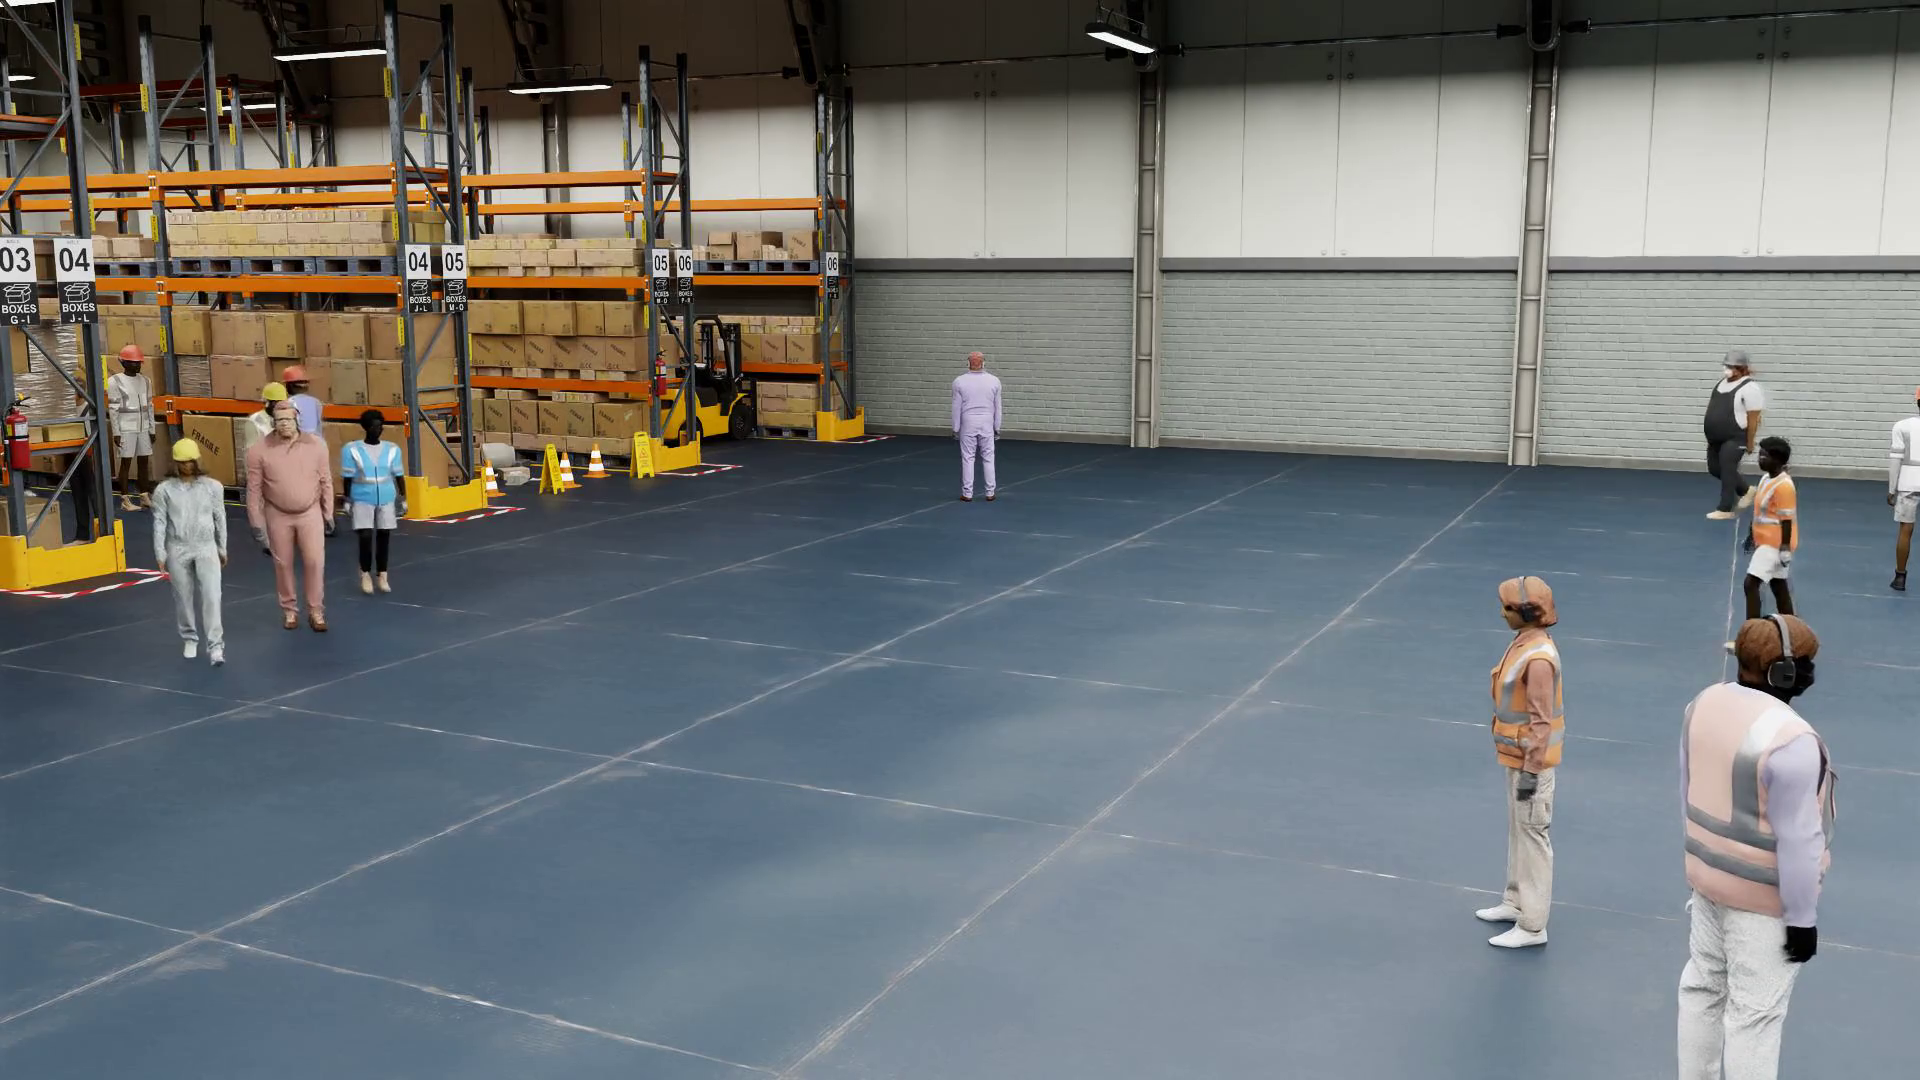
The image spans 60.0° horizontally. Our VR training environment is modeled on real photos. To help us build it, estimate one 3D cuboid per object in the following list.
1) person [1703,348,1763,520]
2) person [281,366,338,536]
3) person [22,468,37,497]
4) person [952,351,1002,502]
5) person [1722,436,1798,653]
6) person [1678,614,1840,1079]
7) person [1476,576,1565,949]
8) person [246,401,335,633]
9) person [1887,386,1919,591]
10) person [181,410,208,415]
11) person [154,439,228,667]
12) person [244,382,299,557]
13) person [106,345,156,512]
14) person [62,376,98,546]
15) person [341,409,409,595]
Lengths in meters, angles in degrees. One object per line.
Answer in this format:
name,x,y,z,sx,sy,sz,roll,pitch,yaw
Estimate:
person,9.147,-1.261,19.644,0.740,2.000,0.679,-2,9,-11
person,-7.296,-0.981,18.427,1.032,1.877,0.566,6,11,31
person,-12.426,-1.496,21.575,0.931,1.889,0.600,5,11,29
person,0.203,-1.438,21.141,0.643,1.908,0.399,-2,9,-10
person,6.155,0.042,12.783,0.675,1.676,0.551,3,10,16
person,2.616,1.149,5.478,0.430,1.845,0.623,-1,9,-6
person,2.466,0.960,7.258,0.313,1.639,0.513,2,9,11
person,-5.406,-0.172,13.469,0.677,1.877,0.812,-4,10,-25
person,8.797,-0.488,15.217,0.544,1.939,0.372,5,11,30
person,-11.378,-2.051,24.801,0.374,1.935,0.552,6,11,33
person,-5.721,0.096,12.393,0.497,1.694,0.877,-4,10,-24
person,-6.976,-0.711,16.999,0.503,1.806,0.667,6,11,34
person,-10.031,-1.352,20.236,0.403,2.035,0.606,4,10,24
person,-9.175,-0.797,17.403,0.514,1.842,0.324,3,10,17
person,-5.265,-0.340,15.038,0.555,1.685,0.483,-7,11,-35
